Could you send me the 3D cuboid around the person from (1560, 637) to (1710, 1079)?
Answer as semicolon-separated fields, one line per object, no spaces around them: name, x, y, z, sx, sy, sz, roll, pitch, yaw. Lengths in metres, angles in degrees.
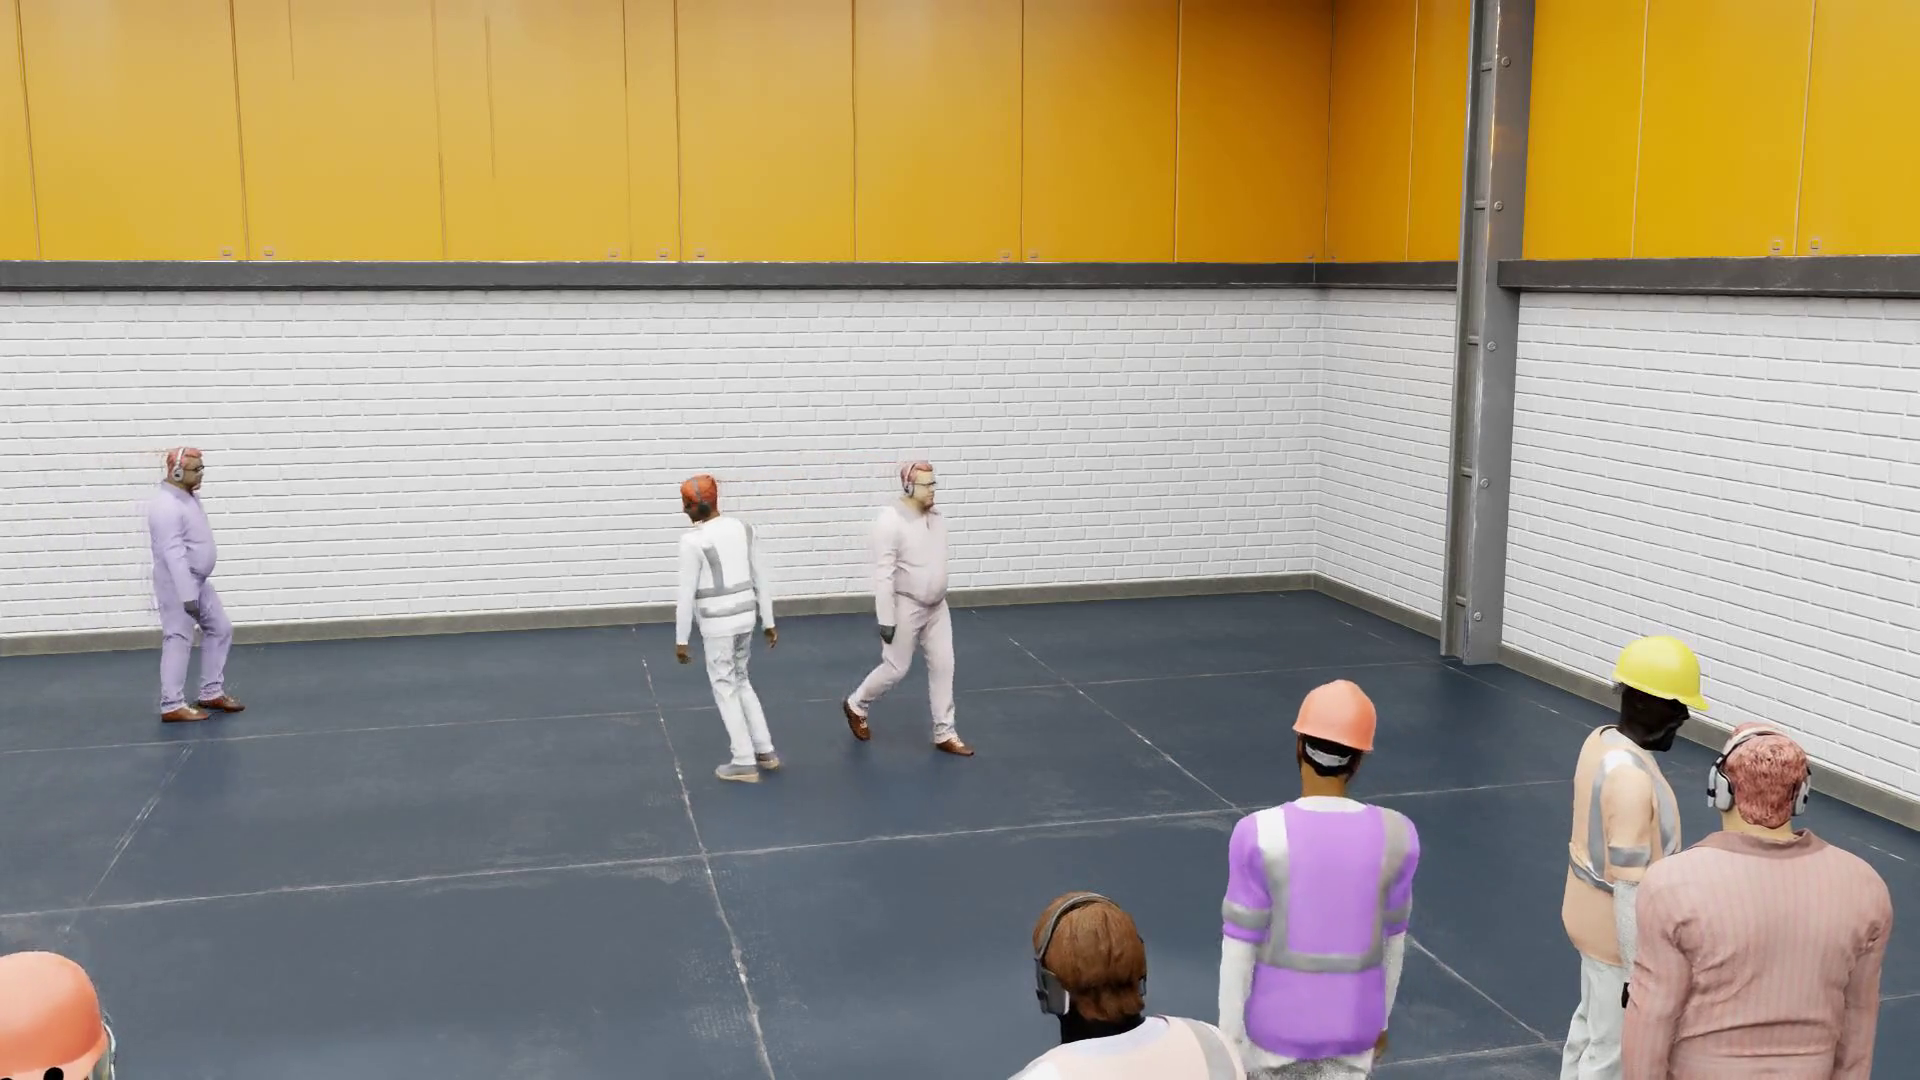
person;2.105;1.243;5.248;0.382;1.917;0.585;2;9;12

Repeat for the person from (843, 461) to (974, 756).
person;-0.343;0.417;10.556;0.867;1.879;0.656;8;12;40

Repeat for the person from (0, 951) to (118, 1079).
person;-1.499;1.612;2.873;0.626;1.944;1.029;-6;11;-33

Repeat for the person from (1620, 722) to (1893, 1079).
person;1.988;1.404;4.273;0.654;1.906;0.406;-1;9;-3

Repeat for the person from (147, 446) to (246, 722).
person;-5.129;0.305;11.210;0.664;1.881;0.663;-2;9;-12

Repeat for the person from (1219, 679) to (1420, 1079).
person;0.990;1.340;4.684;0.555;1.905;0.436;0;9;-3

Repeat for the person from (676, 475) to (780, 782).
person;-1.399;0.529;9.906;0.481;1.848;0.599;6;11;34

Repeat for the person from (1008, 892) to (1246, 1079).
person;0.266;1.593;3.323;0.619;1.838;0.430;-6;11;-33
